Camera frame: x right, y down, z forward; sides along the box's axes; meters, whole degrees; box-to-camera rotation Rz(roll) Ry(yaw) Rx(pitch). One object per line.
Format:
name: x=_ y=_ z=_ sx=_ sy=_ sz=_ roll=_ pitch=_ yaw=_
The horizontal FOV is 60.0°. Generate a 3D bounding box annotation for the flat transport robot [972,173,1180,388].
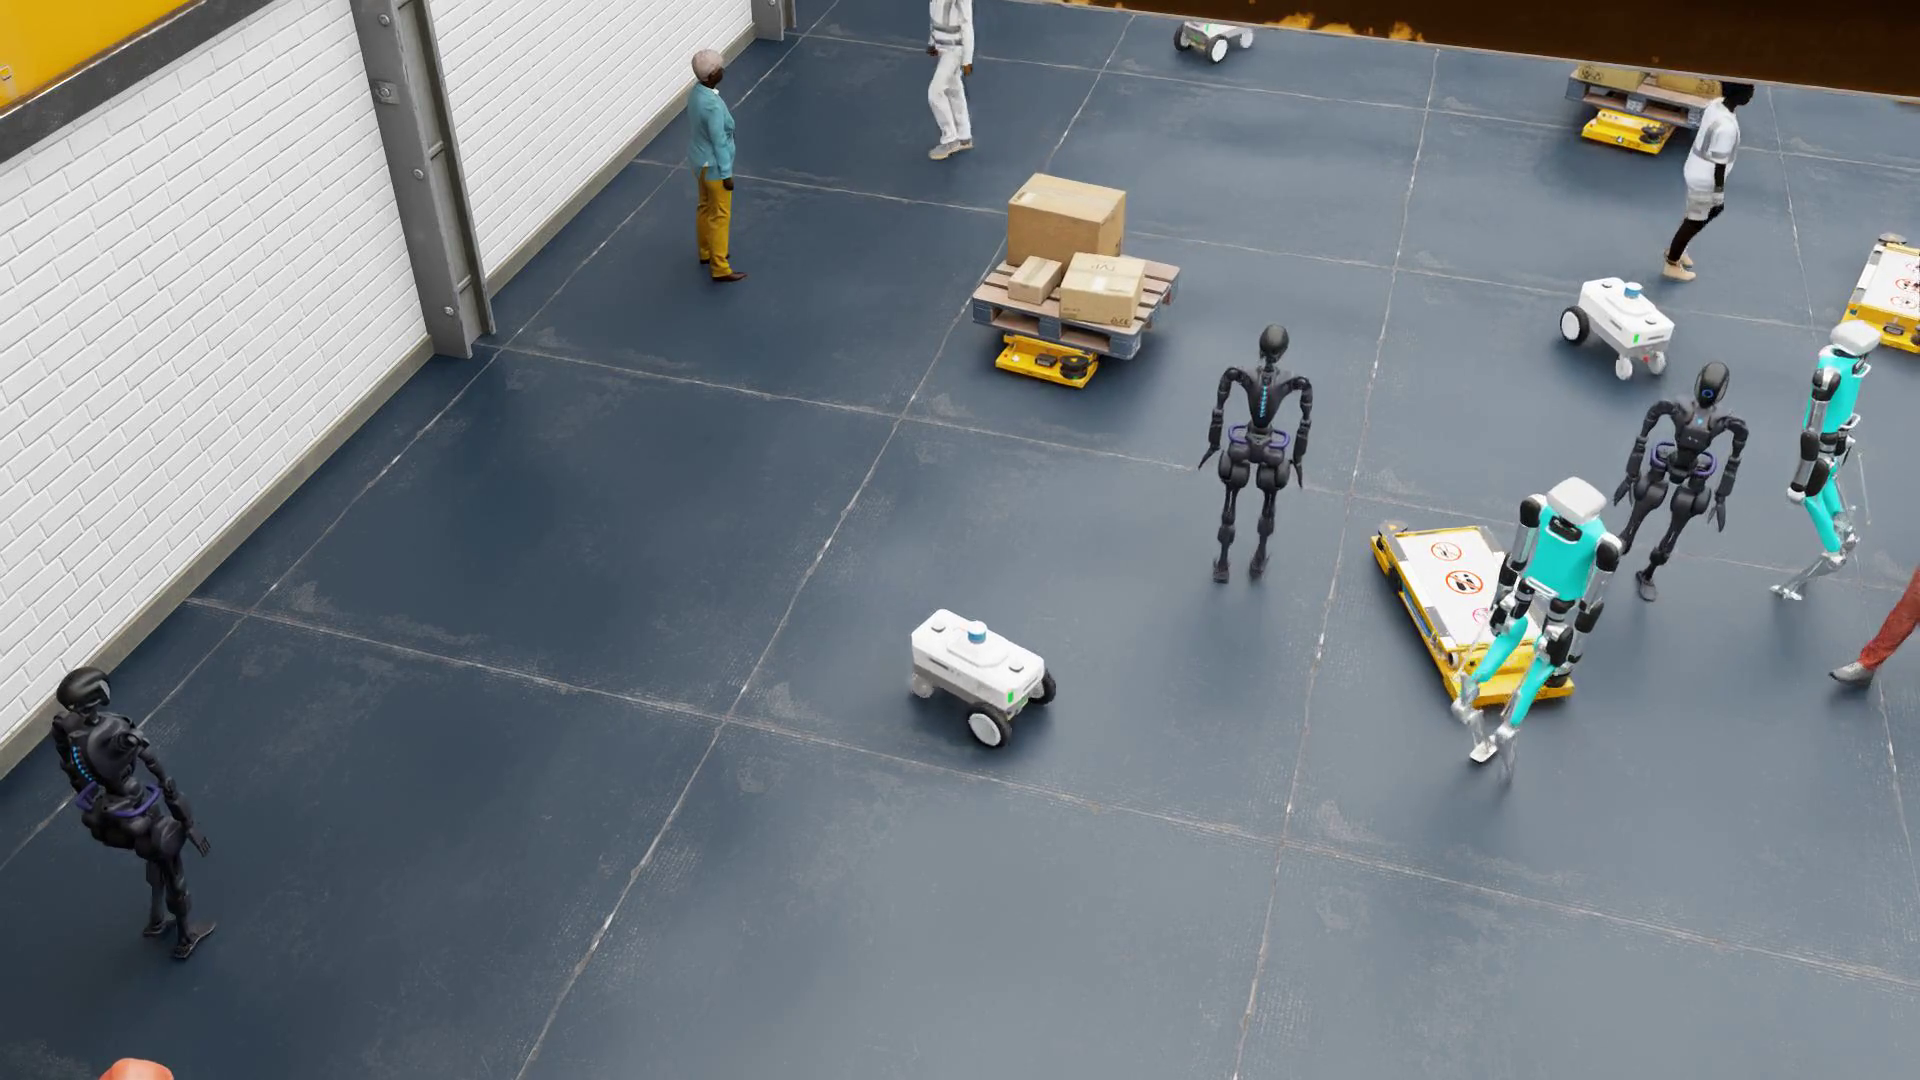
flat transport robot: x=0.839 y=-1.581 z=11.971 sx=0.659 sy=0.231 sz=1.431 roll=16 pitch=42 yaw=19

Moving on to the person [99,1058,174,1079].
person: x=-2.556 y=2.400 z=5.690 sx=0.541 sy=1.937 sz=0.357 roll=-12 pitch=40 yaw=-15

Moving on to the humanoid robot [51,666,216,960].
humanoid robot: x=-3.649 y=1.211 z=7.372 sx=0.607 sy=1.644 sz=0.344 roll=10 pitch=40 yaw=12

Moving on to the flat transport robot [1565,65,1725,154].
flat transport robot: x=6.086 y=-3.840 z=14.781 sx=0.659 sy=0.231 sz=1.431 roll=23 pitch=44 yaw=26

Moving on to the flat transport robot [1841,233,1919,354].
flat transport robot: x=6.980 y=-1.816 z=12.263 sx=0.659 sy=0.231 sz=1.431 roll=22 pitch=44 yaw=25

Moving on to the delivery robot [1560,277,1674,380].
delivery robot: x=4.646 y=-1.534 z=11.693 sx=0.499 sy=0.606 sz=0.794 roll=-11 pitch=40 yaw=-13

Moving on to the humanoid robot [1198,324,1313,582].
humanoid robot: x=1.670 y=-0.491 z=9.490 sx=0.603 sy=1.654 sz=0.318 roll=9 pitch=40 yaw=11

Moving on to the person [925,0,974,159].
person: x=-0.131 y=-4.068 z=13.789 sx=0.609 sy=1.866 sz=0.603 roll=-14 pitch=41 yaw=-16

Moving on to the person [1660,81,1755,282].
person: x=5.491 y=-2.643 z=12.159 sx=0.397 sy=1.678 sz=0.540 roll=10 pitch=40 yaw=12

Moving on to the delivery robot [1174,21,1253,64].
delivery robot: x=2.452 y=-4.915 z=15.903 sx=0.792 sy=0.611 sz=0.499 roll=-28 pitch=47 yaw=-30

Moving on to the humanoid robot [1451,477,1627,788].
humanoid robot: x=2.741 y=0.563 z=8.207 sx=0.666 sy=1.888 sz=0.553 roll=-29 pitch=47 yaw=-31

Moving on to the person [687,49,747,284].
person: x=-1.805 y=-2.753 z=12.253 sx=0.345 sy=1.749 sz=0.527 roll=-17 pitch=42 yaw=-20

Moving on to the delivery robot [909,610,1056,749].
delivery robot: x=0.104 y=0.695 z=8.905 sx=0.765 sy=0.585 sz=0.499 roll=25 pitch=45 yaw=28

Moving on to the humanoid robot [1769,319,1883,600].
humanoid robot: x=4.920 y=-0.314 z=9.287 sx=0.673 sy=1.859 sz=0.532 roll=30 pitch=48 yaw=32

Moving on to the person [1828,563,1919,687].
person: x=5.245 y=0.071 z=8.670 sx=1.013 sy=1.822 sz=0.543 roll=-17 pitch=42 yaw=-20

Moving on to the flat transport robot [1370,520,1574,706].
flat transport robot: x=2.910 y=0.378 z=9.534 sx=0.659 sy=0.231 sz=1.431 roll=-5 pitch=39 yaw=-7

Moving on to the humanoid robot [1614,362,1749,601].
humanoid robot: x=4.008 y=-0.324 z=9.293 sx=0.599 sy=1.644 sz=0.397 roll=15 pitch=41 yaw=18
